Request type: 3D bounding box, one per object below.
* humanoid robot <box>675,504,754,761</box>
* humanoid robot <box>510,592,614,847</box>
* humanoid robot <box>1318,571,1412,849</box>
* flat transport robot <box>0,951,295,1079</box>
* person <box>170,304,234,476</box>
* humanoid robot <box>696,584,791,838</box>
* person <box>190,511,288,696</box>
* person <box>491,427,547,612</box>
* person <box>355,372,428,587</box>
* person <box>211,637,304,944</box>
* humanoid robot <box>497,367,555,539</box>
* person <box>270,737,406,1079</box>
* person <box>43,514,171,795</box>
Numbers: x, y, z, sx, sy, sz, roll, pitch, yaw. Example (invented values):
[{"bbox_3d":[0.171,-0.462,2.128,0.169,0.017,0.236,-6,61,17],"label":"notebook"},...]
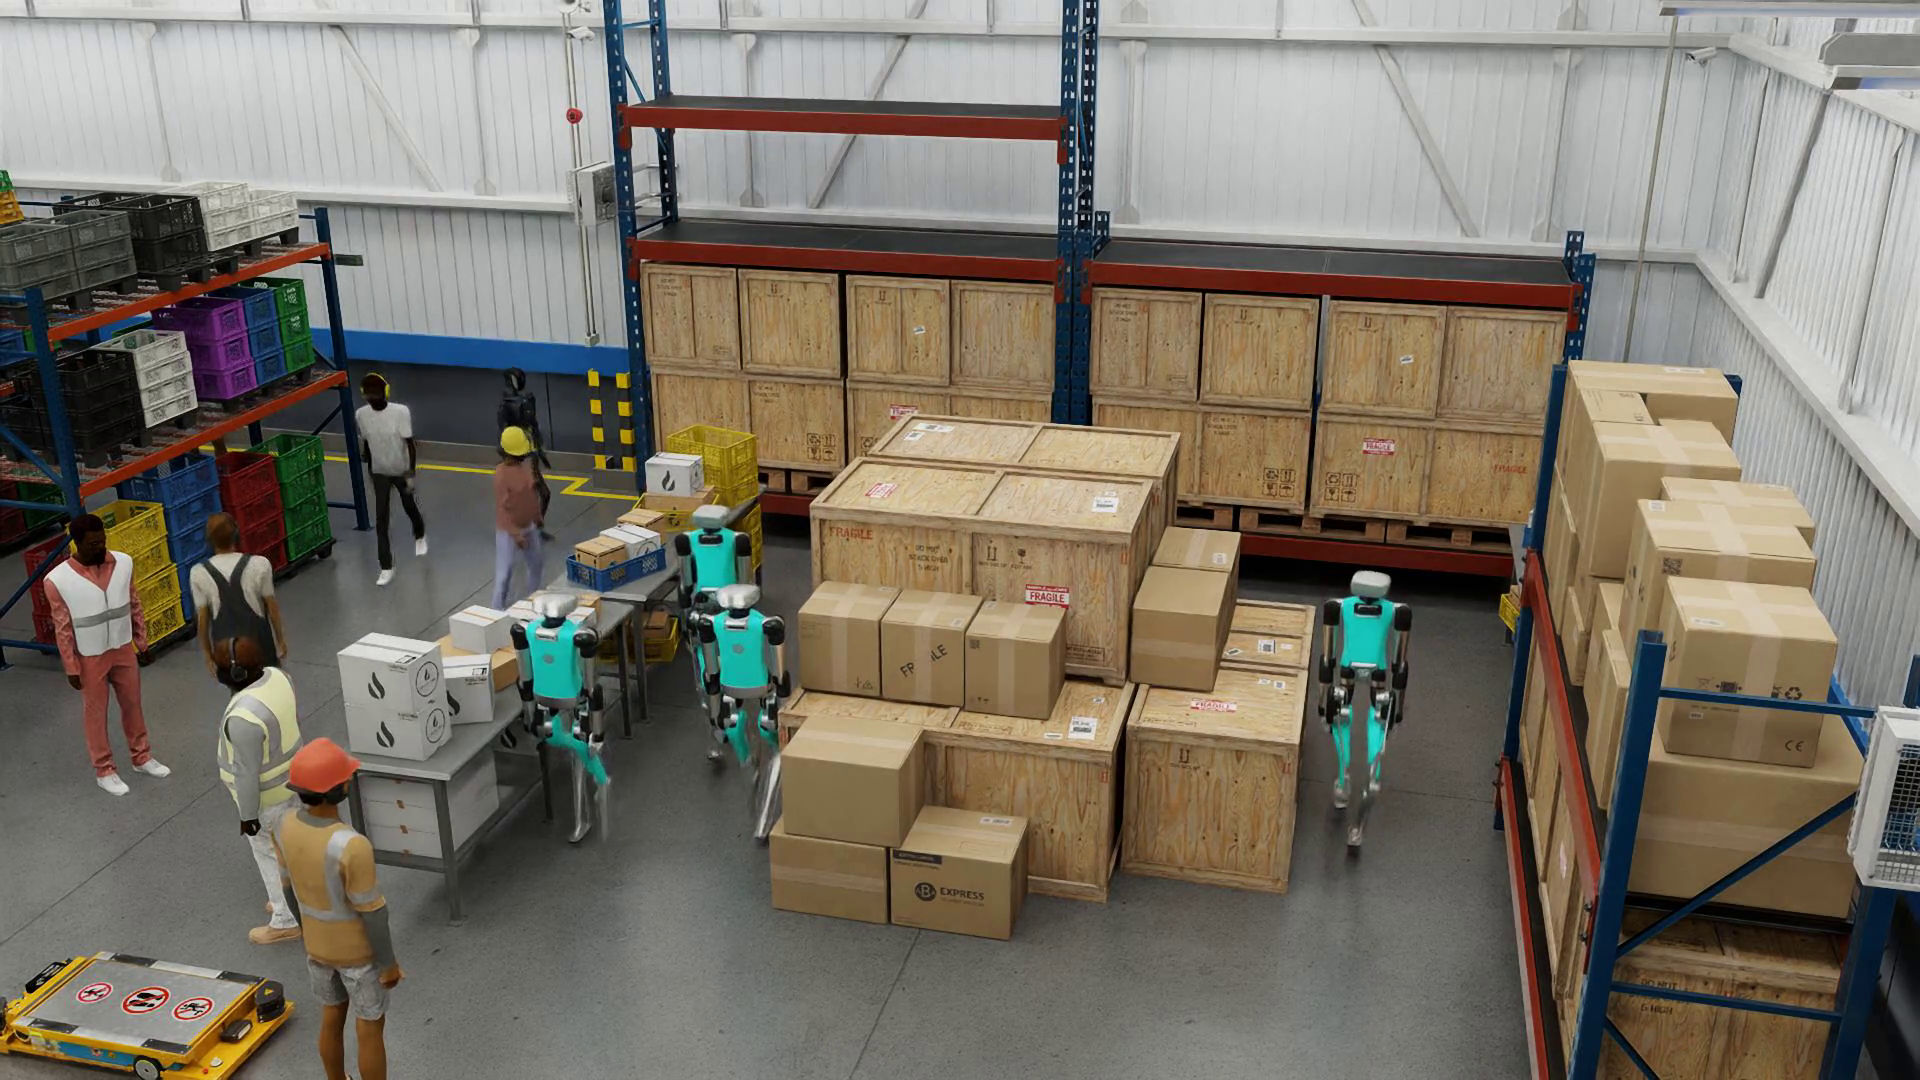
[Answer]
[{"bbox_3d":[-1.690,0.711,11.207,0.535,1.768,1.027,2,21,5],"label":"humanoid robot"},{"bbox_3d":[-2.333,1.120,10.187,0.542,1.877,0.721,5,21,12],"label":"humanoid robot"},{"bbox_3d":[2.432,1.091,10.125,0.537,1.728,0.982,5,21,12],"label":"humanoid robot"},{"bbox_3d":[-4.270,2.464,8.601,1.431,0.231,0.659,5,22,13],"label":"flat transport robot"},{"bbox_3d":[-7.368,-1.340,16.106,0.623,2.027,0.452,-8,22,-20],"label":"person"},{"bbox_3d":[-1.255,1.082,10.312,0.545,1.907,0.709,3,21,8],"label":"humanoid robot"},{"bbox_3d":[-4.773,0.676,11.084,0.529,1.833,0.436,-6,22,-14],"label":"person"},{"bbox_3d":[-3.493,-0.082,13.211,0.367,1.732,0.820,8,22,21],"label":"person"},{"bbox_3d":[-4.935,-0.610,14.471,0.508,1.817,0.971,-1,21,-4],"label":"person"},{"bbox_3d":[-3.869,1.381,9.252,0.429,1.834,0.631,-1,21,-2],"label":"person"},{"bbox_3d":[-3.962,-0.756,15.035,0.390,1.648,0.588,7,22,19],"label":"humanoid robot"},{"bbox_3d":[-2.843,1.849,7.721,0.607,2.048,0.366,11,24,27],"label":"person"},{"bbox_3d":[-5.578,0.725,10.855,0.400,1.911,0.585,12,24,29],"label":"person"}]
